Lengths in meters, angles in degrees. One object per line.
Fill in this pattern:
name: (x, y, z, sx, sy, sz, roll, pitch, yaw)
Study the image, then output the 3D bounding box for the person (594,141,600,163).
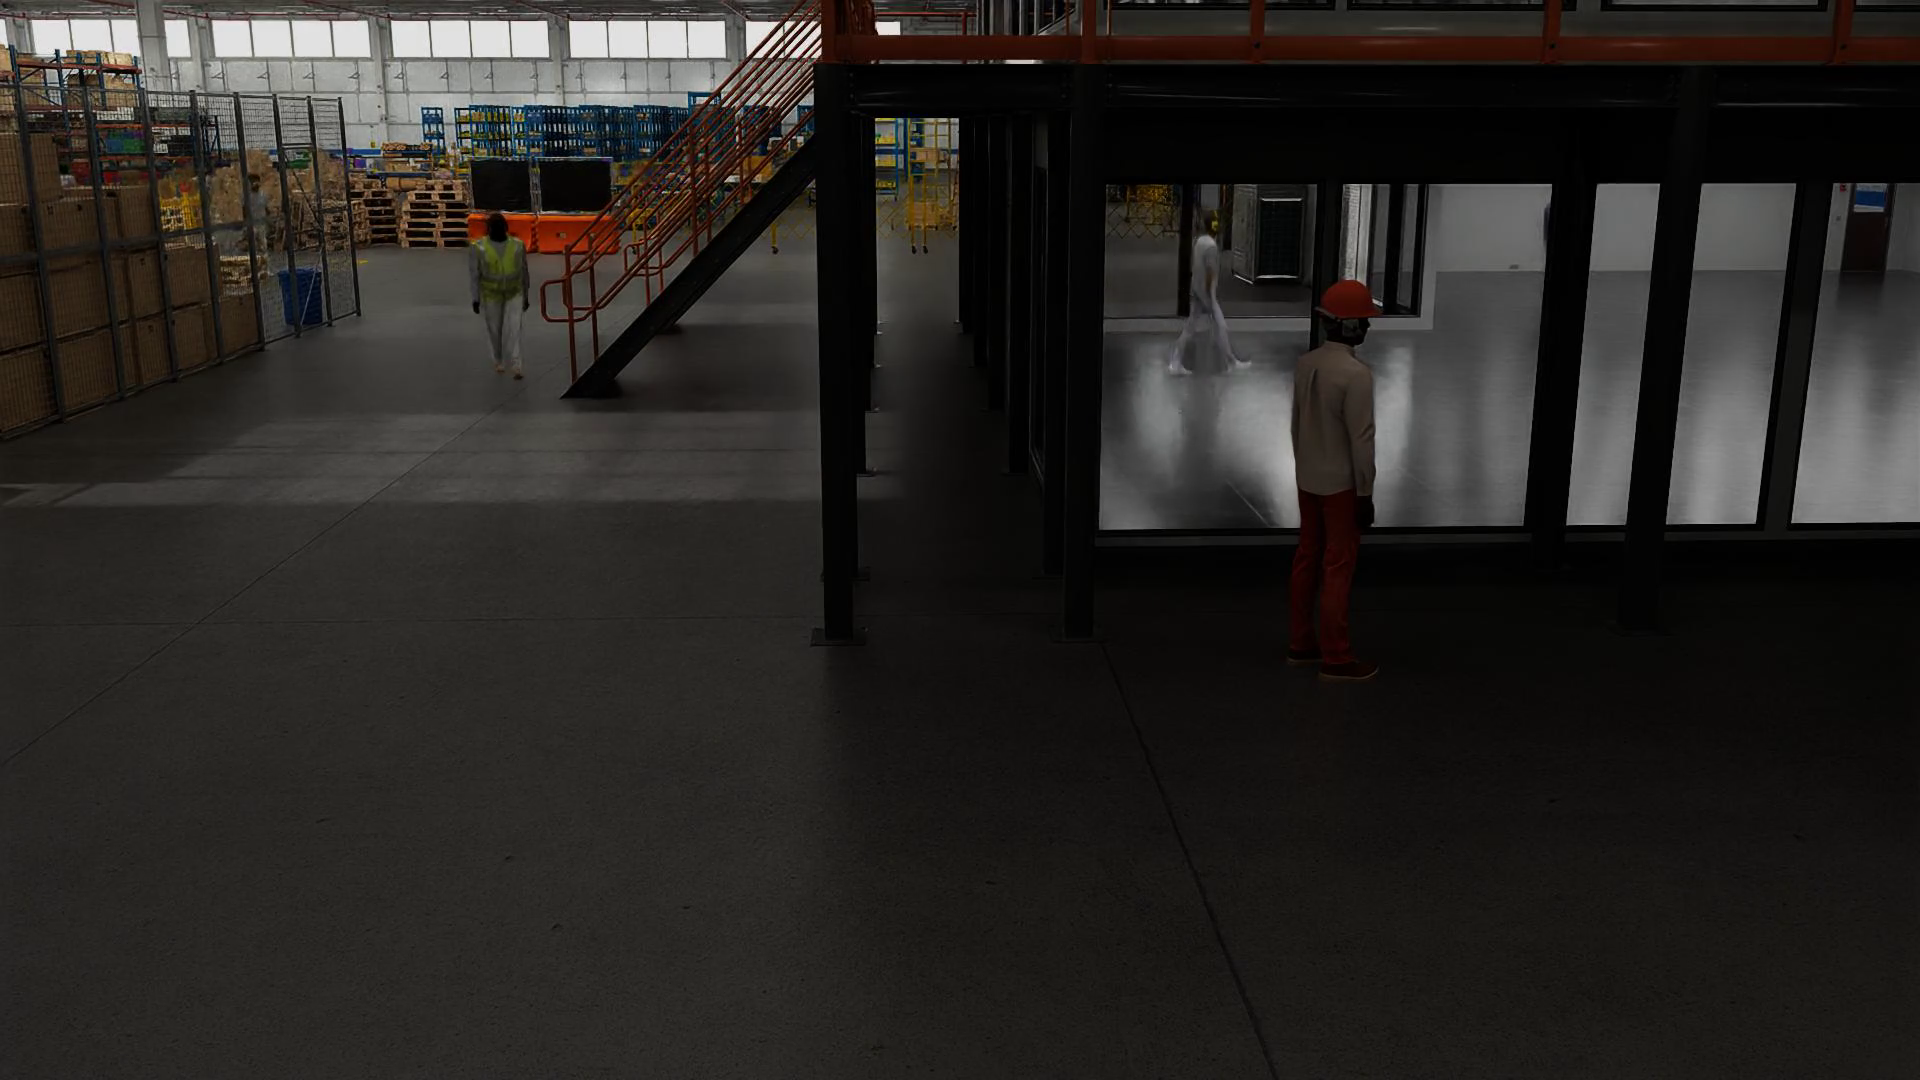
person: (-18.530, -19.578, 85.379, 0.394, 1.992, 0.622, 9, 17, 32)

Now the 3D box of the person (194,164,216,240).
person: (-18.056, -8.083, 39.734, 0.527, 1.855, 0.415, 13, 19, 42)

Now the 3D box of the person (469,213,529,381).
person: (-5.050, -2.681, 18.263, 0.644, 1.795, 0.973, -5, 15, -21)

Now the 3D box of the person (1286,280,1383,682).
person: (1.871, -0.289, 8.284, 0.380, 1.995, 0.611, -6, 15, -21)

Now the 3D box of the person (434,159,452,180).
person: (-14.938, -10.139, 48.164, 0.517, 1.736, 0.833, -9, 17, -31)

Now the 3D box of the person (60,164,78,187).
person: (-23.924, -9.236, 44.659, 0.533, 1.683, 0.419, 1, 14, 2)

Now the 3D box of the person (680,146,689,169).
person: (-12.099, -16.482, 73.378, 0.679, 1.811, 0.601, -4, 15, -15)

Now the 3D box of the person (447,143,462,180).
person: (-24.029, -17.951, 79.142, 0.676, 1.852, 0.976, -6, 15, -21)

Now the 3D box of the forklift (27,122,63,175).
forklift: (-35.376, -14.773, 64.377, 1.129, 2.768, 1.873, -1, 14, -2)

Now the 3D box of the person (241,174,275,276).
person: (-12.797, -5.727, 30.313, 0.562, 1.860, 0.361, -11, 18, -37)

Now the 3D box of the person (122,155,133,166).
person: (-34.915, -15.504, 69.926, 0.536, 1.589, 0.714, 1, 14, 6)
